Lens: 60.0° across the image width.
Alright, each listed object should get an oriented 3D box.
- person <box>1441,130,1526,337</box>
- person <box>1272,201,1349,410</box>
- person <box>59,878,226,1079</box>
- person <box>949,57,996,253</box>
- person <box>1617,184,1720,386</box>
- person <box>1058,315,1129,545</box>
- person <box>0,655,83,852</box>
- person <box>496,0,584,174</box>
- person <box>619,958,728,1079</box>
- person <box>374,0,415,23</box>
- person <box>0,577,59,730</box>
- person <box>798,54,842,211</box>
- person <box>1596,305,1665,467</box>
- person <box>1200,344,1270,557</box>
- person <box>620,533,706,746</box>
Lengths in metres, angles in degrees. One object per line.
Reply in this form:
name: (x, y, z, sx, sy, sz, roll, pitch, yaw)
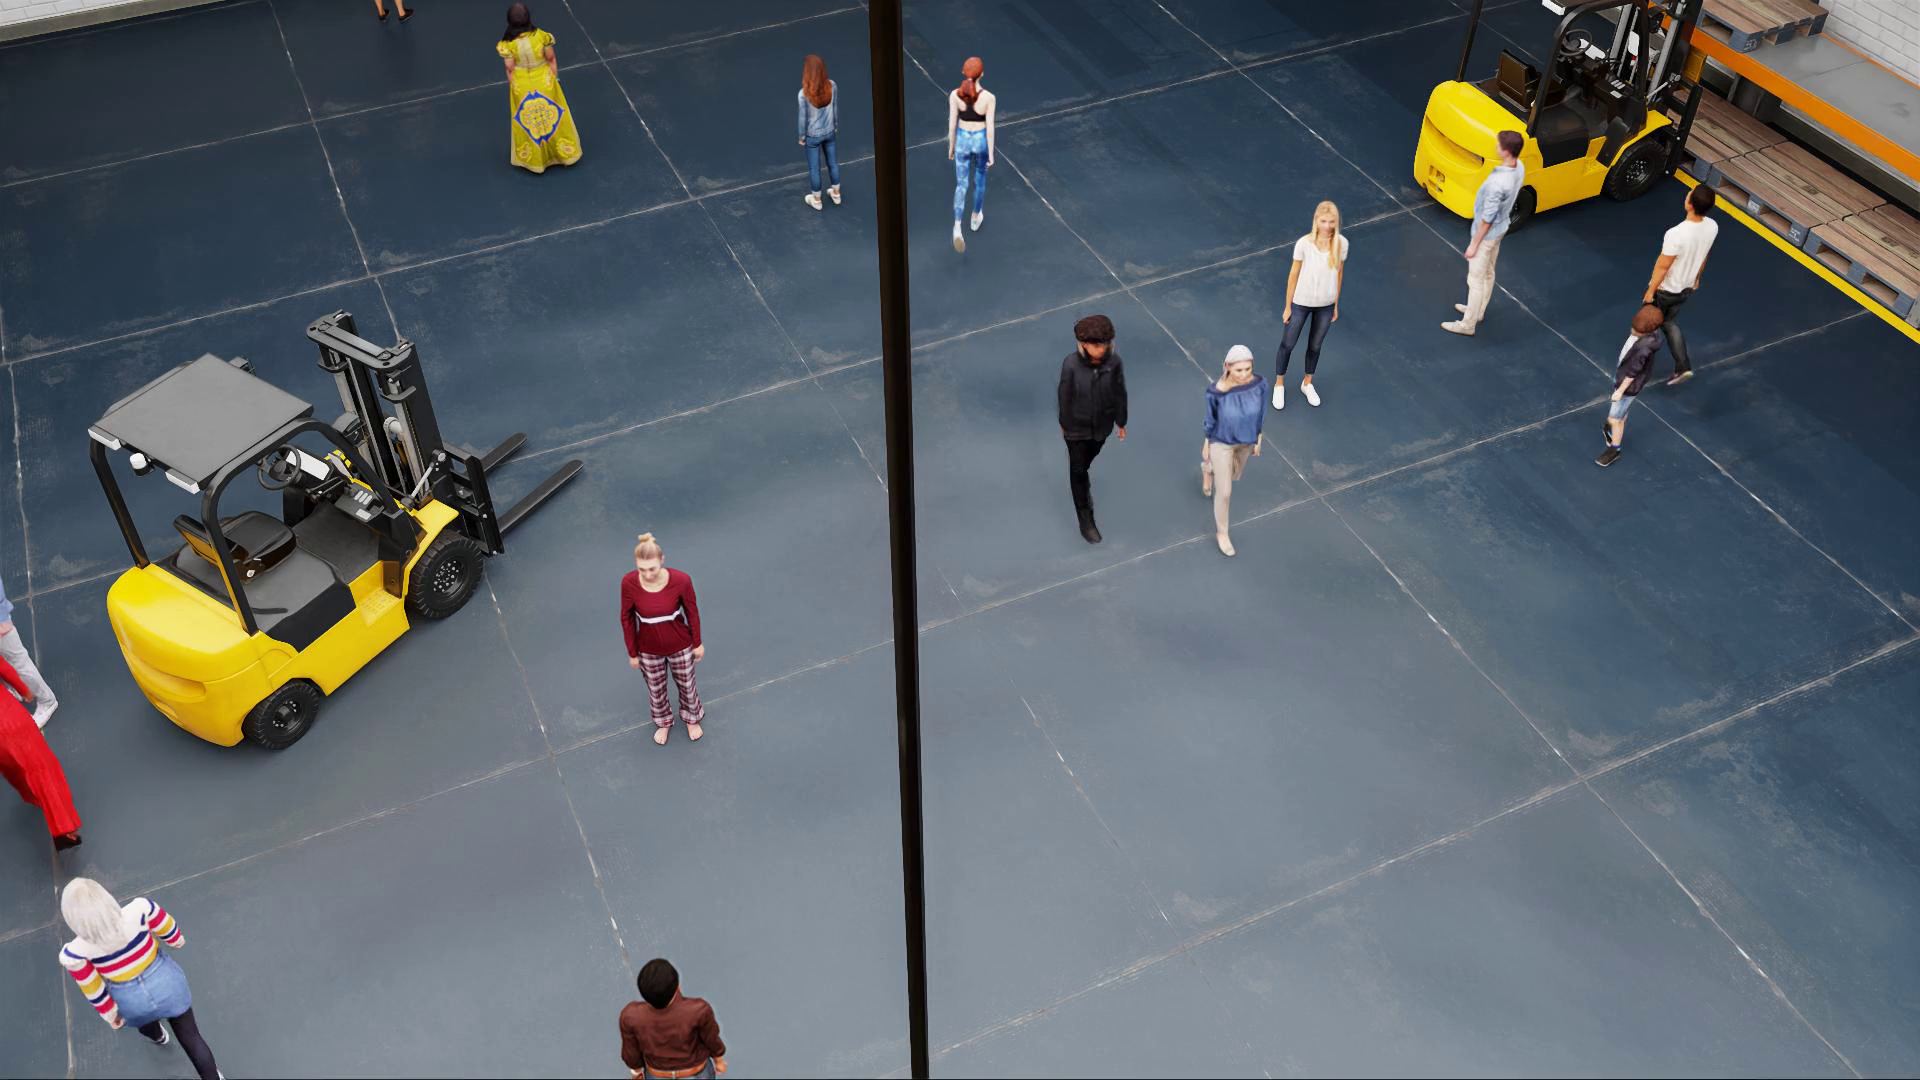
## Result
person: (4.331, -2.513, 13.602, 0.728, 1.847, 0.731, 27, 50, 25)
person: (2.721, -1.829, 12.912, 0.648, 1.809, 0.606, -5, 44, -5)
person: (-4.125, 2.369, 8.537, 0.831, 1.765, 1.135, -28, 50, -26)
person: (0.090, -3.358, 14.556, 0.962, 1.765, 1.118, 8, 44, 8)
person: (5.649, -1.950, 13.056, 0.642, 1.795, 0.870, -18, 47, -18)
person: (0.908, -0.927, 12.008, 0.710, 1.750, 1.038, -13, 45, -13)
person: (-5.659, 1.161, 9.822, 0.671, 1.752, 1.086, -17, 46, -17)
person: (-3.981, -4.229, 15.547, 0.848, 1.660, 0.759, -16, 46, -16)
person: (-1.394, 2.628, 8.254, 0.700, 1.781, 0.637, -4, 44, -4)
person: (-6.275, -6.440, 17.726, 0.682, 1.845, 0.693, 4, 44, 4)
person: (-6.180, 0.441, 10.472, 0.708, 1.888, 0.797, 19, 47, 19)
person: (-1.273, -3.715, 15.135, 0.582, 1.474, 0.526, -24, 49, -23)
person: (5.077, -1.248, 12.578, 0.769, 1.427, 0.695, 23, 48, 22)
person: (1.906, -0.734, 11.869, 0.711, 1.672, 1.073, -12, 45, -12)
person: (-1.849, 0.638, 10.402, 0.672, 1.699, 0.595, -7, 44, -7)
